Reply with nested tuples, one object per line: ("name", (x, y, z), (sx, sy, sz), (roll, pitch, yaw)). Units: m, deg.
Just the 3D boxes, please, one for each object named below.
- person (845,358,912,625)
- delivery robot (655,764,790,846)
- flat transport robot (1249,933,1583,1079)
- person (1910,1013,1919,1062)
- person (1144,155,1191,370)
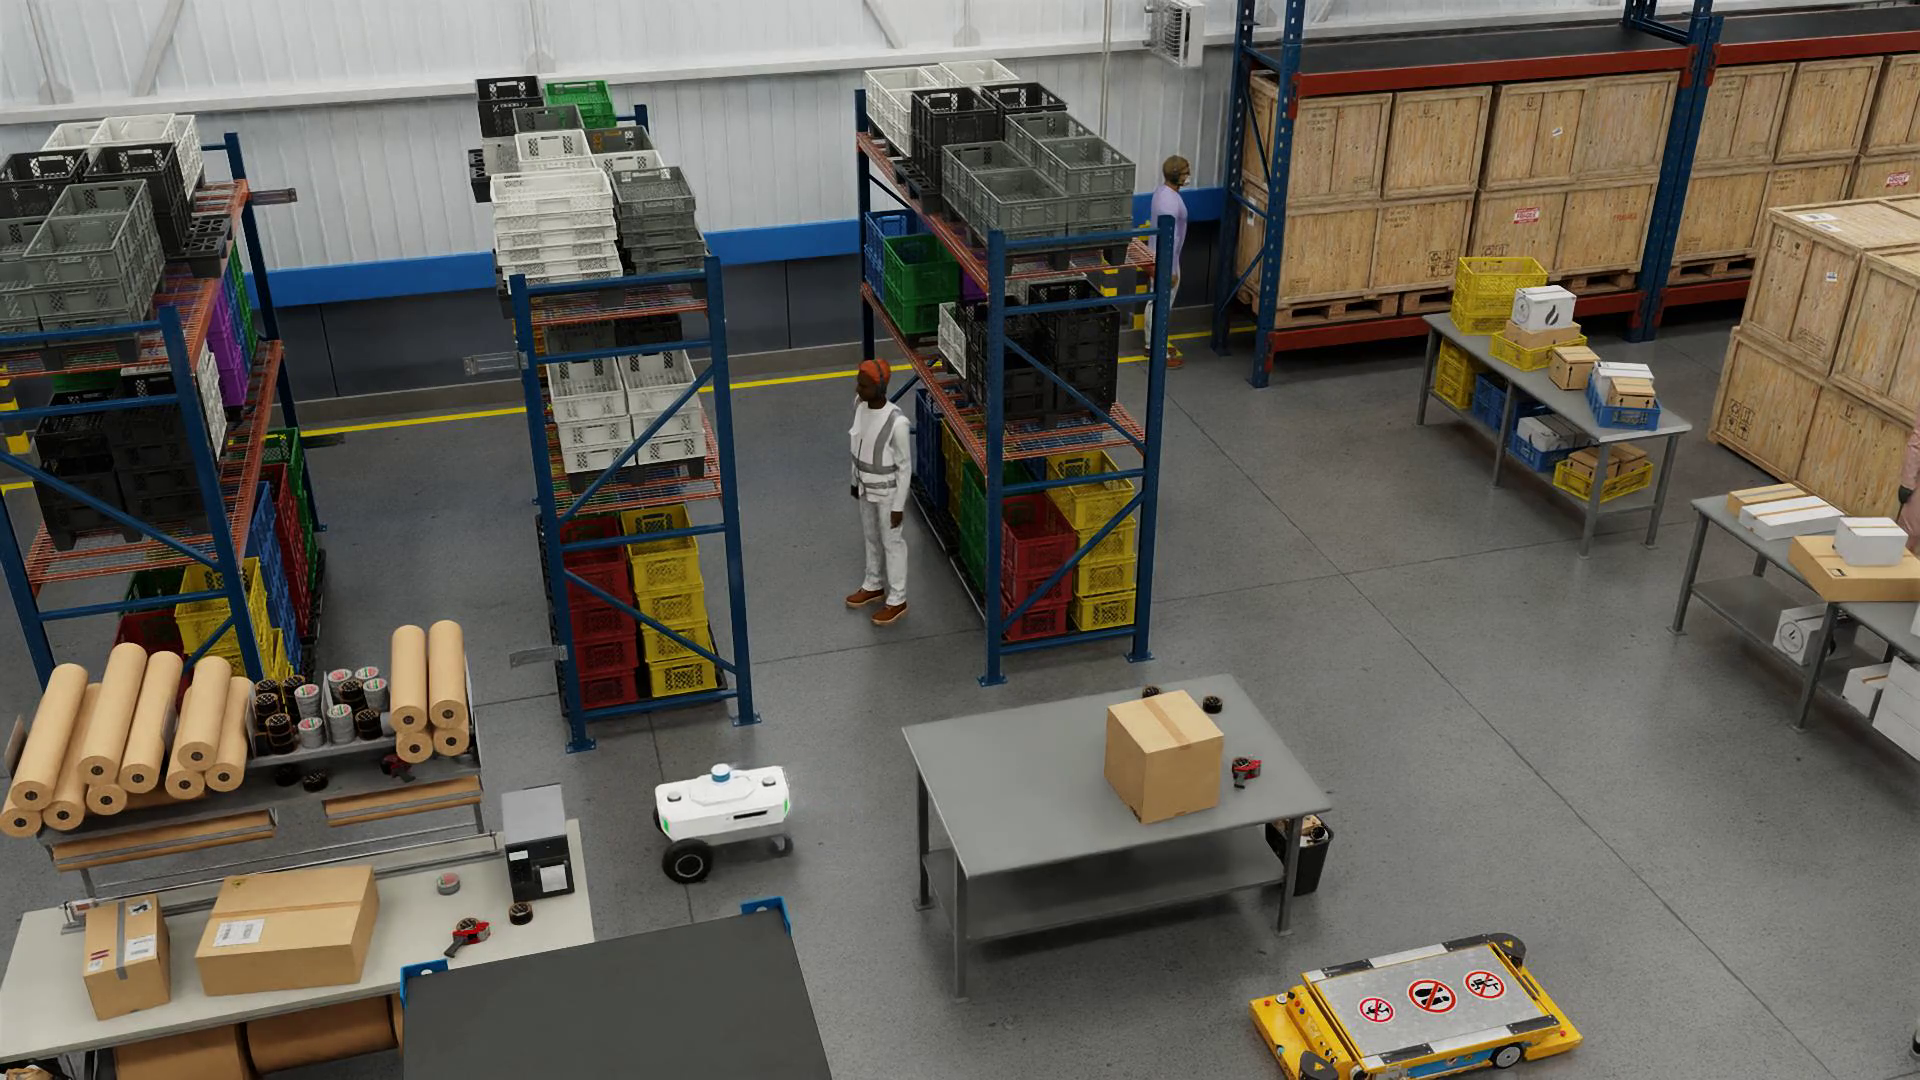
("person", (-0.544, -0.329, 11.070), (0.354, 1.883, 0.573), (-20, 34, -32))
("delivery robot", (-1.294, 1.450, 9.109), (0.707, 0.478, 0.477), (-8, 30, -14))
("flat transport robot", (2.184, 2.282, 7.980), (1.431, 0.197, 0.652), (-8, 30, -14))
("person", (4.718, 1.675, 7.483), (0.404, 1.824, 0.591), (-24, 37, -37))
("person", (1.864, -2.508, 14.977), (0.371, 1.940, 0.627), (-1, 29, -2))
